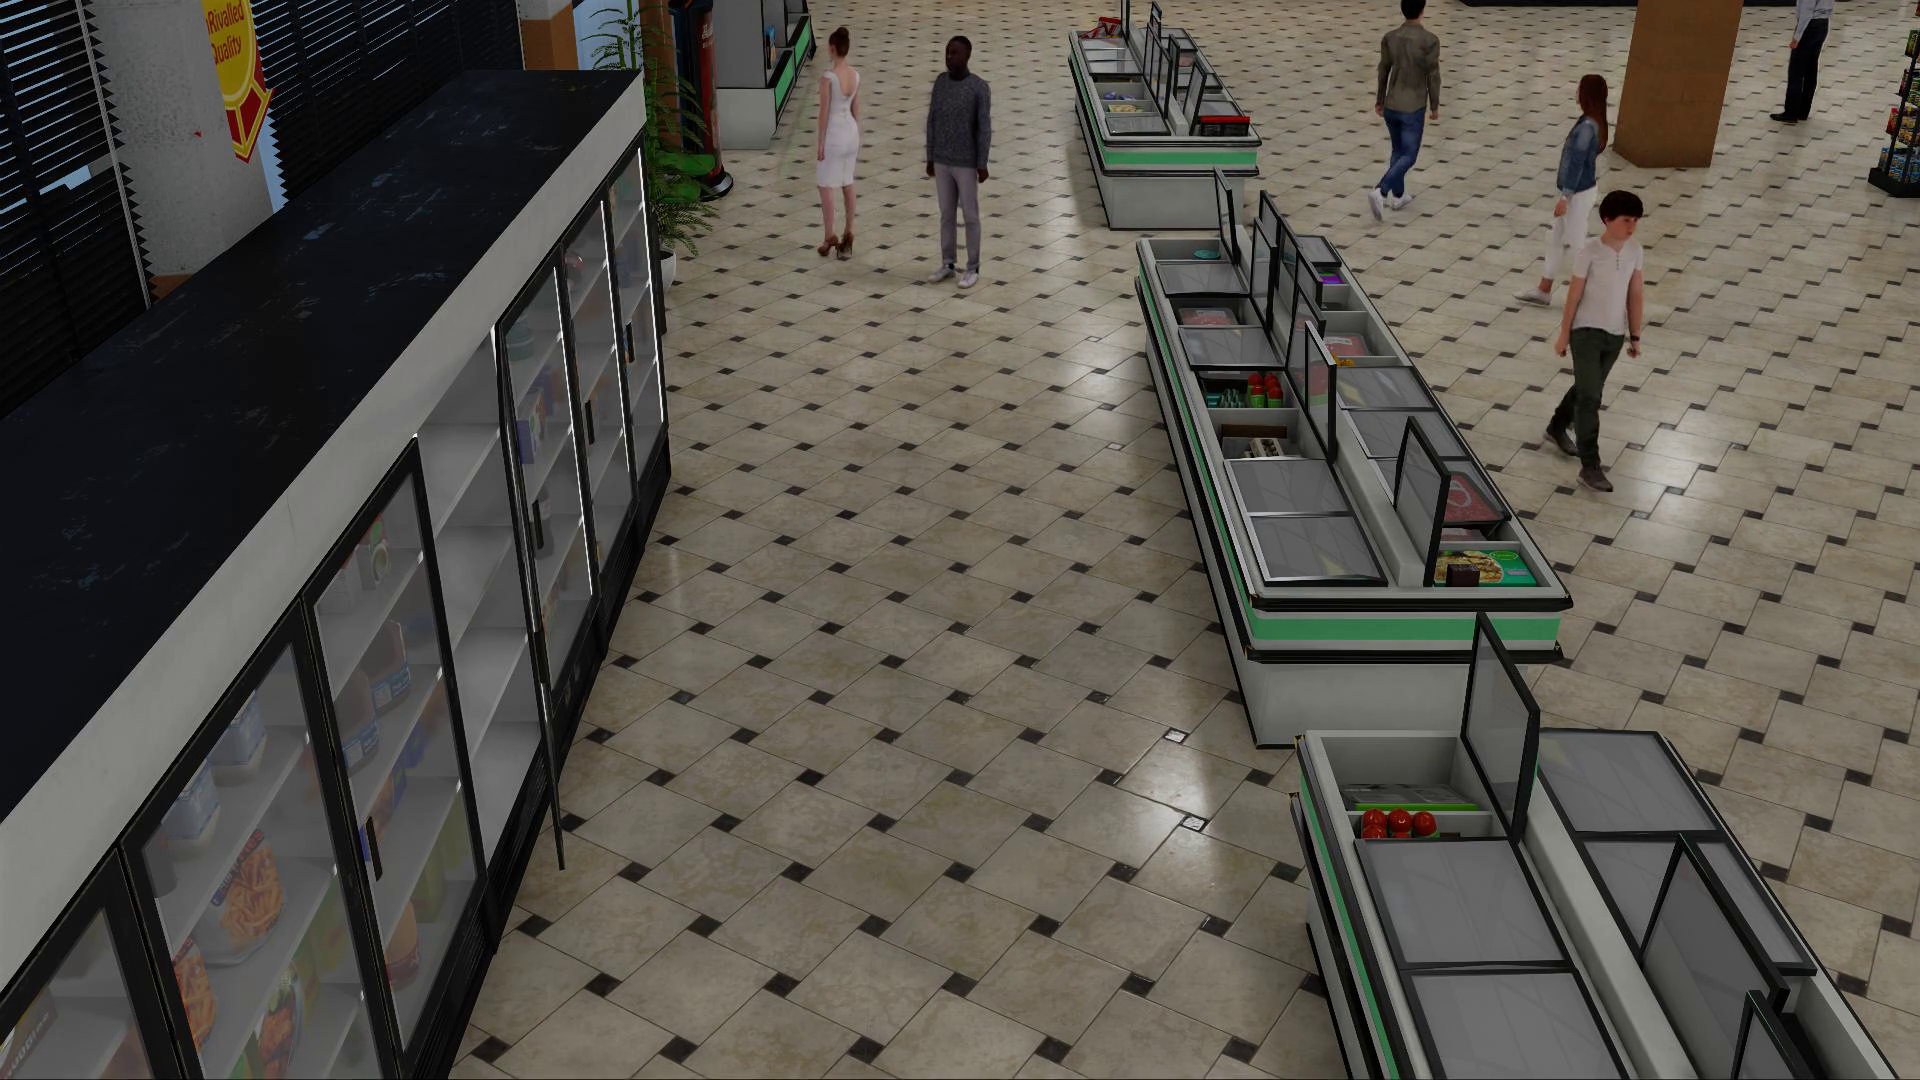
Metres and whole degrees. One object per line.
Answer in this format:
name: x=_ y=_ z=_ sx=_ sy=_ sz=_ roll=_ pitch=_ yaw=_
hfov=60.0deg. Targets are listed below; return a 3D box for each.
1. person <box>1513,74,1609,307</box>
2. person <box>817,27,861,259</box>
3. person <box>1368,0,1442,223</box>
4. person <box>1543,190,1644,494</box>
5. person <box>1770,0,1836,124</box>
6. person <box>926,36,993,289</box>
person: x=4.471 y=-2.409 z=11.791 sx=0.923 sy=1.677 sz=1.062 roll=10 pitch=29 yaw=19
person: x=-0.899 y=-3.082 z=12.993 sx=0.707 sy=1.791 sz=0.644 roll=23 pitch=35 yaw=38
person: x=3.711 y=-3.621 z=14.000 sx=1.179 sy=1.842 sz=1.129 roll=-24 pitch=36 yaw=-39
person: x=3.569 y=-1.165 z=9.404 sx=0.774 sy=1.619 sz=1.113 roll=-6 pitch=28 yaw=-12
person: x=8.853 y=-5.293 z=17.321 sx=0.741 sy=1.819 sz=0.748 roll=-16 pitch=31 yaw=-29
person: x=-0.004 y=-2.834 z=12.451 sx=0.765 sy=1.839 sz=0.762 roll=16 pitch=31 yaw=29
